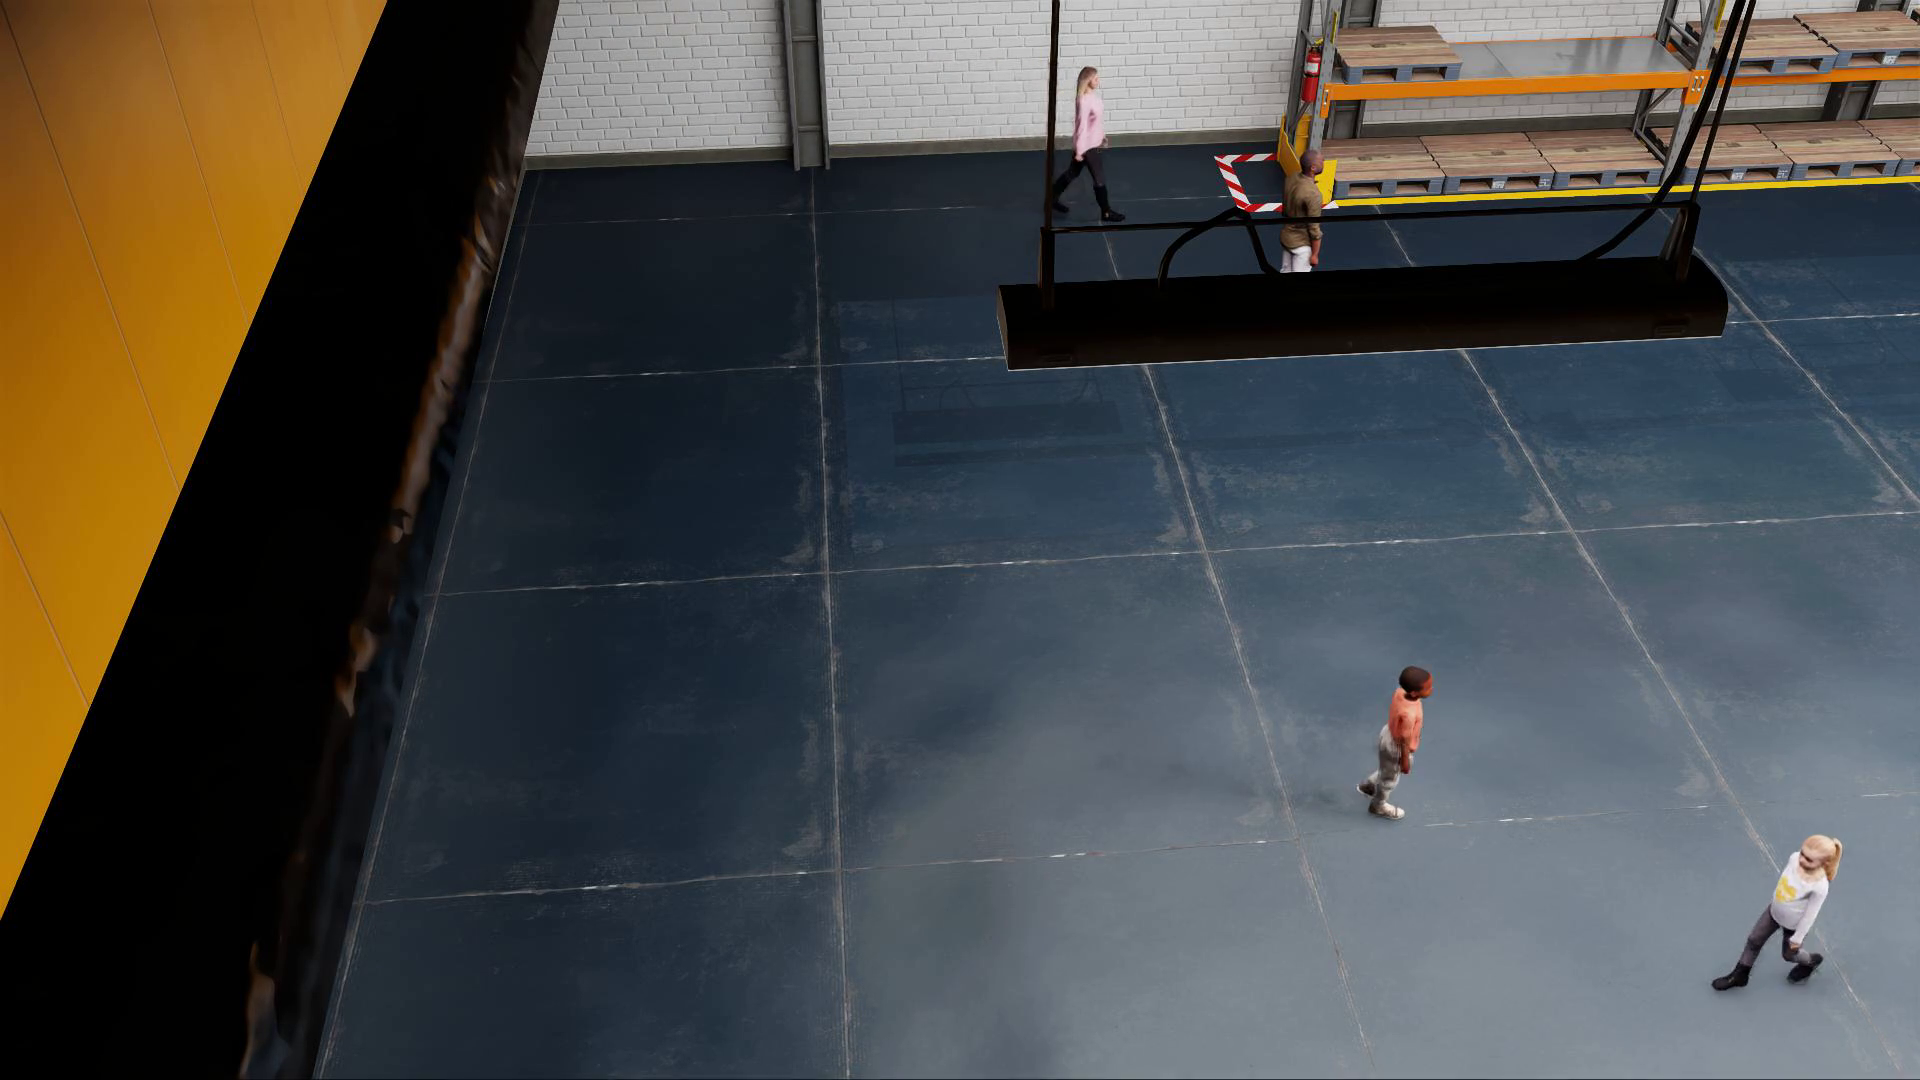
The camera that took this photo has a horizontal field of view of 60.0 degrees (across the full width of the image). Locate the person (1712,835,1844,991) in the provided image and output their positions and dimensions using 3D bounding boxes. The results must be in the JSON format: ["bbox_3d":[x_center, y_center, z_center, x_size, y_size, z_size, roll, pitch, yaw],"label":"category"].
[{"bbox_3d":[4.841,2.169,9.596,0.901,1.259,0.574,-9,39,-11],"label":"person"}]

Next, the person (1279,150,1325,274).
[{"bbox_3d":[3.111,-2.733,15.281,0.685,1.825,0.778,-13,40,-16],"label":"person"}]

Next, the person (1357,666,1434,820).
[{"bbox_3d":[2.743,1.286,10.666,0.610,1.305,0.569,6,39,7],"label":"person"}]

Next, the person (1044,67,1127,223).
[{"bbox_3d":[1.213,-4.062,17.087,1.158,1.647,0.782,6,39,8],"label":"person"}]
